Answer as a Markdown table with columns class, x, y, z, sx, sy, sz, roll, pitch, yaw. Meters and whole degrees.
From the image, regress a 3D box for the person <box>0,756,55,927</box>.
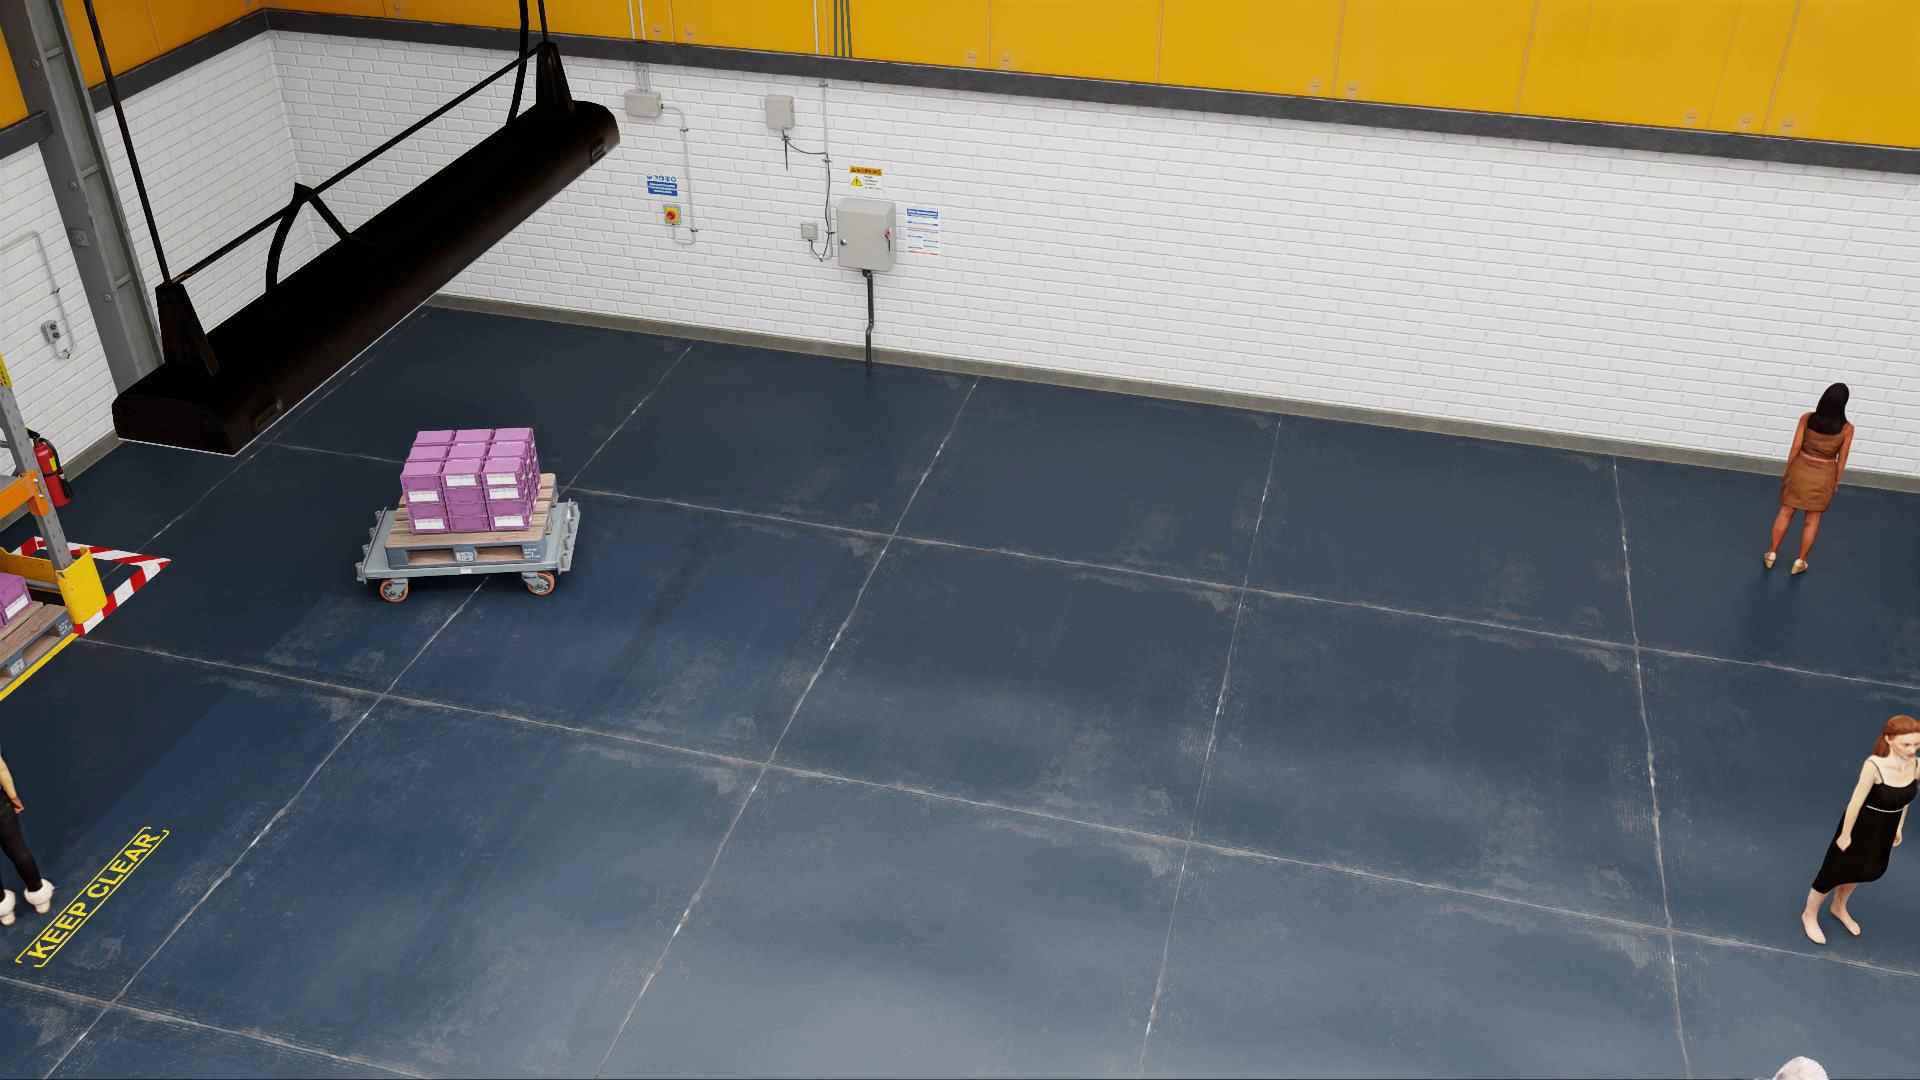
| class | x | y | z | sx | sy | sz | roll | pitch | yaw |
| --- | --- | --- | --- | --- | --- | --- | --- | --- | --- |
| person | -5.896 | 1.626 | 10.010 | 0.645 | 1.660 | 0.721 | -22 | 40 | -30 |

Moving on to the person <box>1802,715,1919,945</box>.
| class | x | y | z | sx | sy | sz | roll | pitch | yaw |
| --- | --- | --- | --- | --- | --- | --- | --- | --- | --- |
| person | 5.412 | 1.708 | 9.918 | 0.667 | 1.625 | 0.696 | -7 | 34 | -10 |

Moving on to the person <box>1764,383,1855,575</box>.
| class | x | y | z | sx | sy | sz | roll | pitch | yaw |
| --- | --- | --- | --- | --- | --- | --- | --- | --- | --- |
| person | 6.733 | -0.488 | 13.163 | 0.622 | 1.690 | 0.602 | 19 | 38 | 27 |
